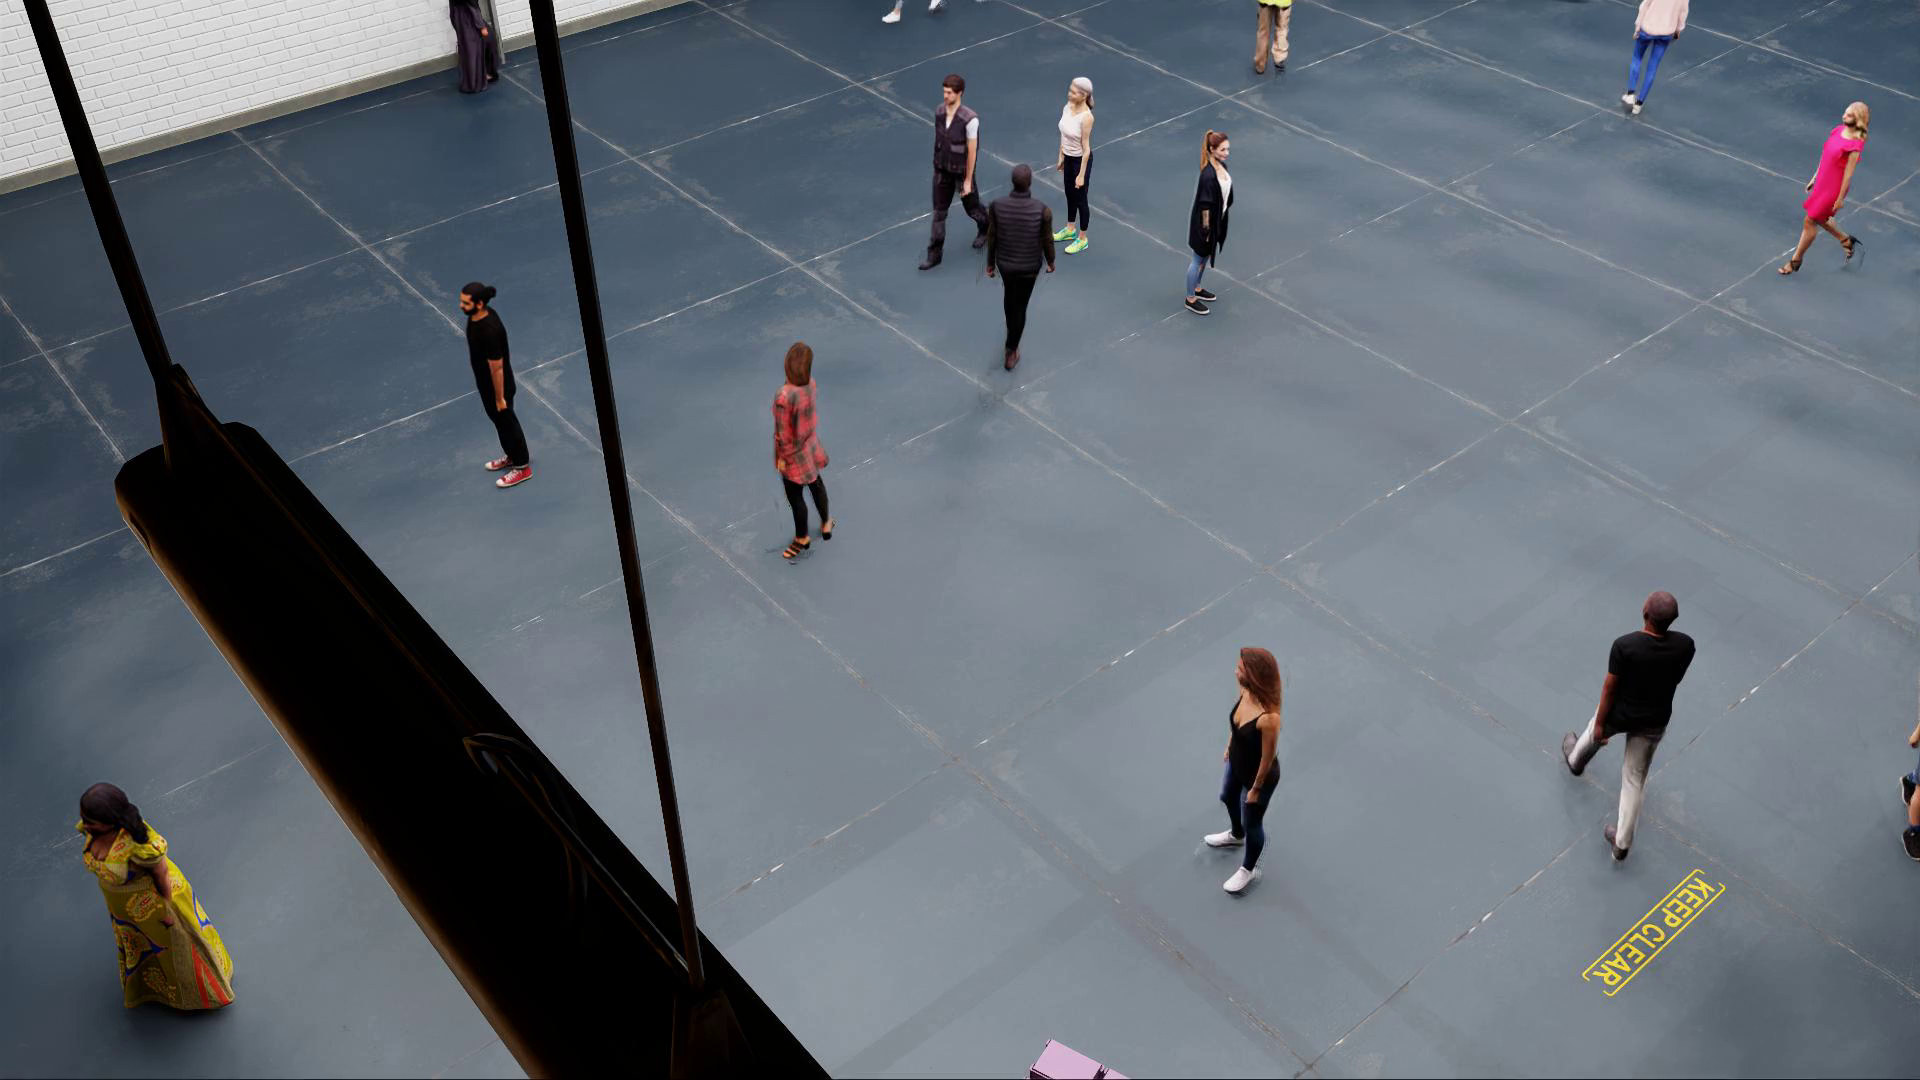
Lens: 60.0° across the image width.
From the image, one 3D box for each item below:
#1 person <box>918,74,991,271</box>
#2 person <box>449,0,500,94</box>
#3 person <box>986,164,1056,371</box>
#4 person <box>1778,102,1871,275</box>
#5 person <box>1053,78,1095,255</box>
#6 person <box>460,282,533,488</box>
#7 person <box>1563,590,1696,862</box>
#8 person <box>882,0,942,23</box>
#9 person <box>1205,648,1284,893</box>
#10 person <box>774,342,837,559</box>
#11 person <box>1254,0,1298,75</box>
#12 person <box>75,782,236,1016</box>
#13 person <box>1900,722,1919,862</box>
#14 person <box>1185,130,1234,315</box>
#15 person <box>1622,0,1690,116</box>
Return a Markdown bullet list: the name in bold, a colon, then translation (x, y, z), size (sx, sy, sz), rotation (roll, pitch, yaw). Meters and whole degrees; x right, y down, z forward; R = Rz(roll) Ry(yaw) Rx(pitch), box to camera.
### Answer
- **person**: translation (0.031, -3.448, 15.464), size (0.879, 1.810, 1.256), rotation (23, 44, 26)
- **person**: translation (-5.571, -5.768, 18.530), size (0.812, 1.610, 0.641), rotation (-24, 45, -27)
- **person**: translation (0.468, -2.253, 13.966), size (0.949, 1.813, 1.025), rotation (10, 40, 13)
- **person**: translation (8.070, -3.217, 15.263), size (1.018, 1.701, 0.937), rotation (1, 39, 1)
- **person**: translation (1.105, -3.552, 15.680), size (0.598, 1.703, 0.639), rotation (-18, 42, -21)
- **person**: translation (-3.536, -1.209, 12.704), size (0.619, 1.756, 0.667), rotation (-18, 42, -21)
- **person**: translation (3.986, 1.118, 9.796), size (1.207, 1.748, 1.247), rotation (2, 39, 3)
- **person**: translation (-0.548, -7.169, 20.235), size (1.160, 1.671, 0.755), rotation (-20, 43, -23)
- **person**: translation (1.682, 1.335, 9.567), size (0.625, 1.696, 0.680), rotation (-18, 42, -21)
- **person**: translation (-1.173, -0.603, 12.009), size (0.816, 1.677, 0.653), rotation (8, 39, 10)
- **person**: translation (3.576, -6.147, 18.827), size (0.850, 1.832, 0.911), rotation (2, 39, 3)
- **person**: translation (-4.358, 1.895, 8.894), size (0.982, 1.660, 0.971), rotation (15, 41, 18)
- **person**: translation (5.942, 1.165, 10.004), size (0.887, 1.414, 0.998), rotation (8, 39, 9)
- **person**: translation (2.206, -2.841, 14.806), size (0.772, 1.683, 0.646), rotation (16, 41, 19)
- **person**: translation (7.545, -5.451, 18.016), size (0.807, 1.755, 0.834), rotation (11, 40, 13)
